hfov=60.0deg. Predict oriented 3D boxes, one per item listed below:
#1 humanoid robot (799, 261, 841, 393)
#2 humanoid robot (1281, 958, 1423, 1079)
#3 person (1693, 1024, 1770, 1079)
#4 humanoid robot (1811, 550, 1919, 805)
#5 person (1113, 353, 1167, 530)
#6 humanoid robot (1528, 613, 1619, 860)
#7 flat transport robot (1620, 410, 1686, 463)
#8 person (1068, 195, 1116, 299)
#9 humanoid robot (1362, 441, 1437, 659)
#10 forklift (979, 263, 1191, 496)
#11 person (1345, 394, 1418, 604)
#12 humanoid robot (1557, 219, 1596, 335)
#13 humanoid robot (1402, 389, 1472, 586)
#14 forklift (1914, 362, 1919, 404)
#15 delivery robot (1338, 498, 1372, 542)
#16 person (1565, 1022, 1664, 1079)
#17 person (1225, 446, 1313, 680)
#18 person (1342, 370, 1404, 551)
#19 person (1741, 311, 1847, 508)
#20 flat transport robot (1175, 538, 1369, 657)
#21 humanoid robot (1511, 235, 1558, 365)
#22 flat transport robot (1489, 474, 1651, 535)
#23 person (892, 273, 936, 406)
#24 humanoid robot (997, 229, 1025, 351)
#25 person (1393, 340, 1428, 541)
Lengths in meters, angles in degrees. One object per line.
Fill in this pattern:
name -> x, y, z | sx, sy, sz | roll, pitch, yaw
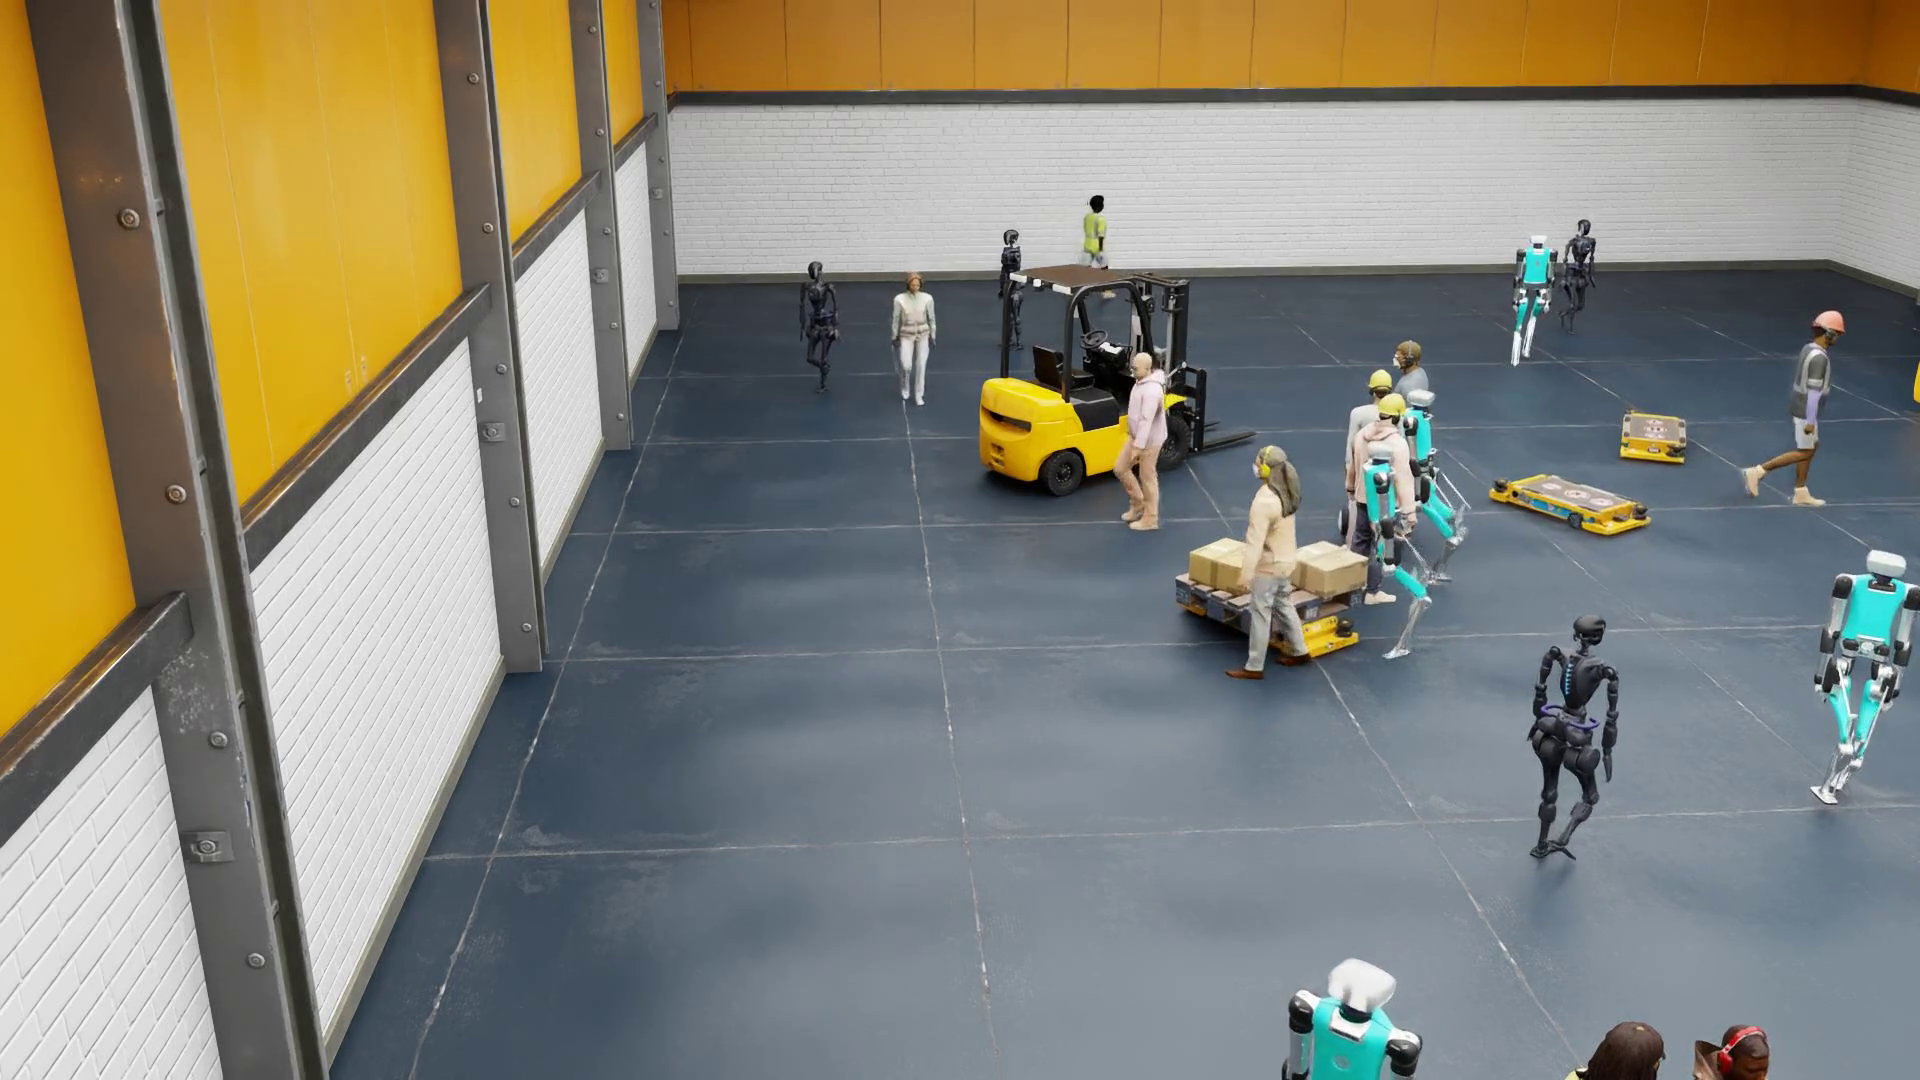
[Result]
humanoid robot -> -1.719, -2.697, 20.943 | 0.607, 1.649, 0.467 | 10, 22, 25
humanoid robot -> 1.707, 2.405, 6.995 | 0.561, 1.795, 0.938 | 13, 24, 31
person -> 2.959, 2.590, 6.576 | 0.459, 1.644, 0.310 | -5, 21, -13
humanoid robot -> 5.861, 0.992, 10.792 | 0.563, 1.767, 0.906 | 7, 21, 18
person -> 1.752, -0.943, 16.015 | 0.493, 1.761, 0.537 | -5, 21, -12
humanoid robot -> 3.747, 1.218, 10.269 | 0.380, 1.648, 0.600 | -15, 25, -35
flat transport robot -> 7.844, -1.171, 18.818 | 0.659, 0.231, 1.431 | 8, 22, 20
person -> 2.068, -4.574, 26.063 | 0.839, 1.662, 0.535 | -12, 23, -30
humanoid robot -> 3.555, 0.109, 13.281 | 0.777, 1.829, 0.540 | 1, 20, 4
forklift -> 1.315, -1.764, 17.646 | 2.313, 2.155, 1.214 | -14, 24, -33
person -> 3.584, -0.346, 14.275 | 0.435, 1.855, 0.811 | -11, 23, -27
humanoid robot -> 8.854, -3.821, 24.006 | 0.616, 1.636, 0.588 | -8, 22, -21
humanoid robot -> 4.240, -0.414, 14.671 | 0.813, 1.796, 0.530 | 10, 22, 25
forklift -> 12.602, -2.435, 19.475 | 2.313, 2.155, 1.214 | -1, 20, -4
delivery robot -> 3.888, -0.207, 15.789 | 0.499, 0.603, 0.807 | 2, 20, 6
person -> 2.442, 2.612, 6.336 | 0.376, 1.768, 0.466 | -10, 22, -26
person -> 2.392, 0.200, 12.758 | 0.504, 1.880, 0.723 | 13, 24, 32
person -> 3.830, -0.705, 15.398 | 0.526, 1.755, 0.366 | 1, 20, 4
person -> 8.396, -1.310, 16.687 | 0.751, 2.005, 0.610 | 6, 21, 16
flat transport robot -> 2.566, 0.629, 13.913 | 0.659, 0.231, 1.431 | -13, 24, -32
humanoid robot -> 7.643, -3.231, 22.335 | 0.540, 1.811, 0.770 | 3, 20, 8
flat transport robot -> 6.095, -0.375, 16.649 | 0.659, 0.231, 1.431 | -13, 24, -31
person -> -0.558, -2.455, 20.341 | 0.540, 1.618, 0.376 | -4, 21, -11
humanoid robot -> 0.717, -3.465, 23.004 | 0.315, 1.657, 0.599 | -8, 22, -20
person -> 4.236, -0.946, 15.806 | 0.366, 1.932, 0.628 | 7, 21, 19
